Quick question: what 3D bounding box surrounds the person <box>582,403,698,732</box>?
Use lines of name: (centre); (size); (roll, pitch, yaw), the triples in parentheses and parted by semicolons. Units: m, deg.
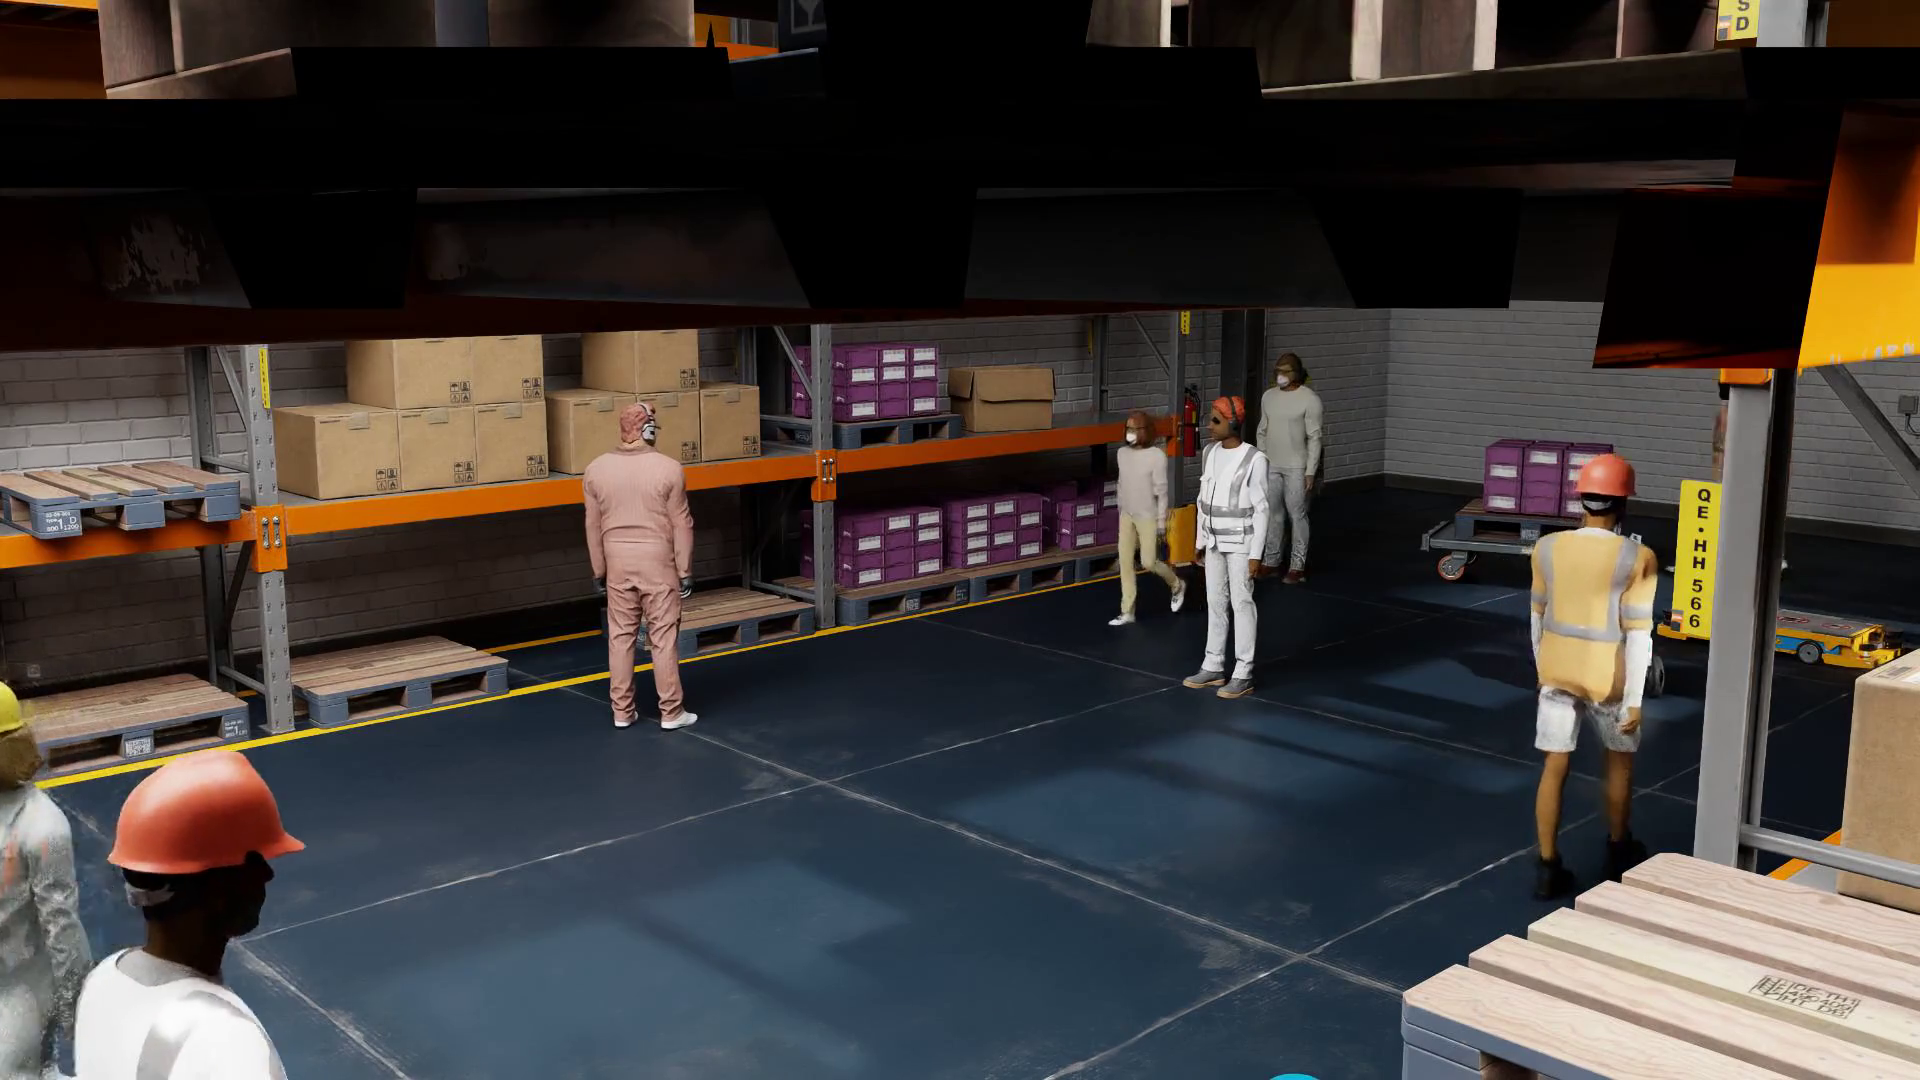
person: (-1.822, 0.162, 9.605); (0.636, 1.903, 0.405); (2, 10, 12)

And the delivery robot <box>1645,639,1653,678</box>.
delivery robot: (4.126, 0.628, 10.532); (0.477, 0.478, 0.707); (1, 10, 8)

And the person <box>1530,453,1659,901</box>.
person: (2.756, 0.573, 7.200); (0.555, 1.902, 0.854); (8, 13, 40)

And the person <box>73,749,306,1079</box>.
person: (-1.191, 1.293, 2.907); (0.578, 1.920, 0.653); (9, 13, 41)

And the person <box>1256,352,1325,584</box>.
person: (2.742, -0.603, 13.966); (0.371, 1.940, 0.627); (-9, 13, -42)

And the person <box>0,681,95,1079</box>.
person: (-2.441, 1.155, 4.350); (0.488, 1.713, 0.848); (6, 11, 30)

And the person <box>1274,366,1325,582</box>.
person: (2.847, -0.584, 14.169); (0.521, 1.845, 0.583); (2, 10, 13)

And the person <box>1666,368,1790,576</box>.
person: (6.538, -0.584, 13.995); (0.594, 1.890, 0.962); (-9, 13, -42)

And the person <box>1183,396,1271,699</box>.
person: (1.675, 0.040, 10.367); (0.360, 1.884, 0.574); (-6, 11, -31)

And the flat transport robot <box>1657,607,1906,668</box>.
flat transport robot: (5.708, 0.636, 11.589); (0.652, 0.197, 1.431); (-9, 13, -42)

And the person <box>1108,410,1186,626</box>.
person: (1.403, -0.169, 12.396); (0.608, 1.616, 0.498); (-8, 12, -39)
